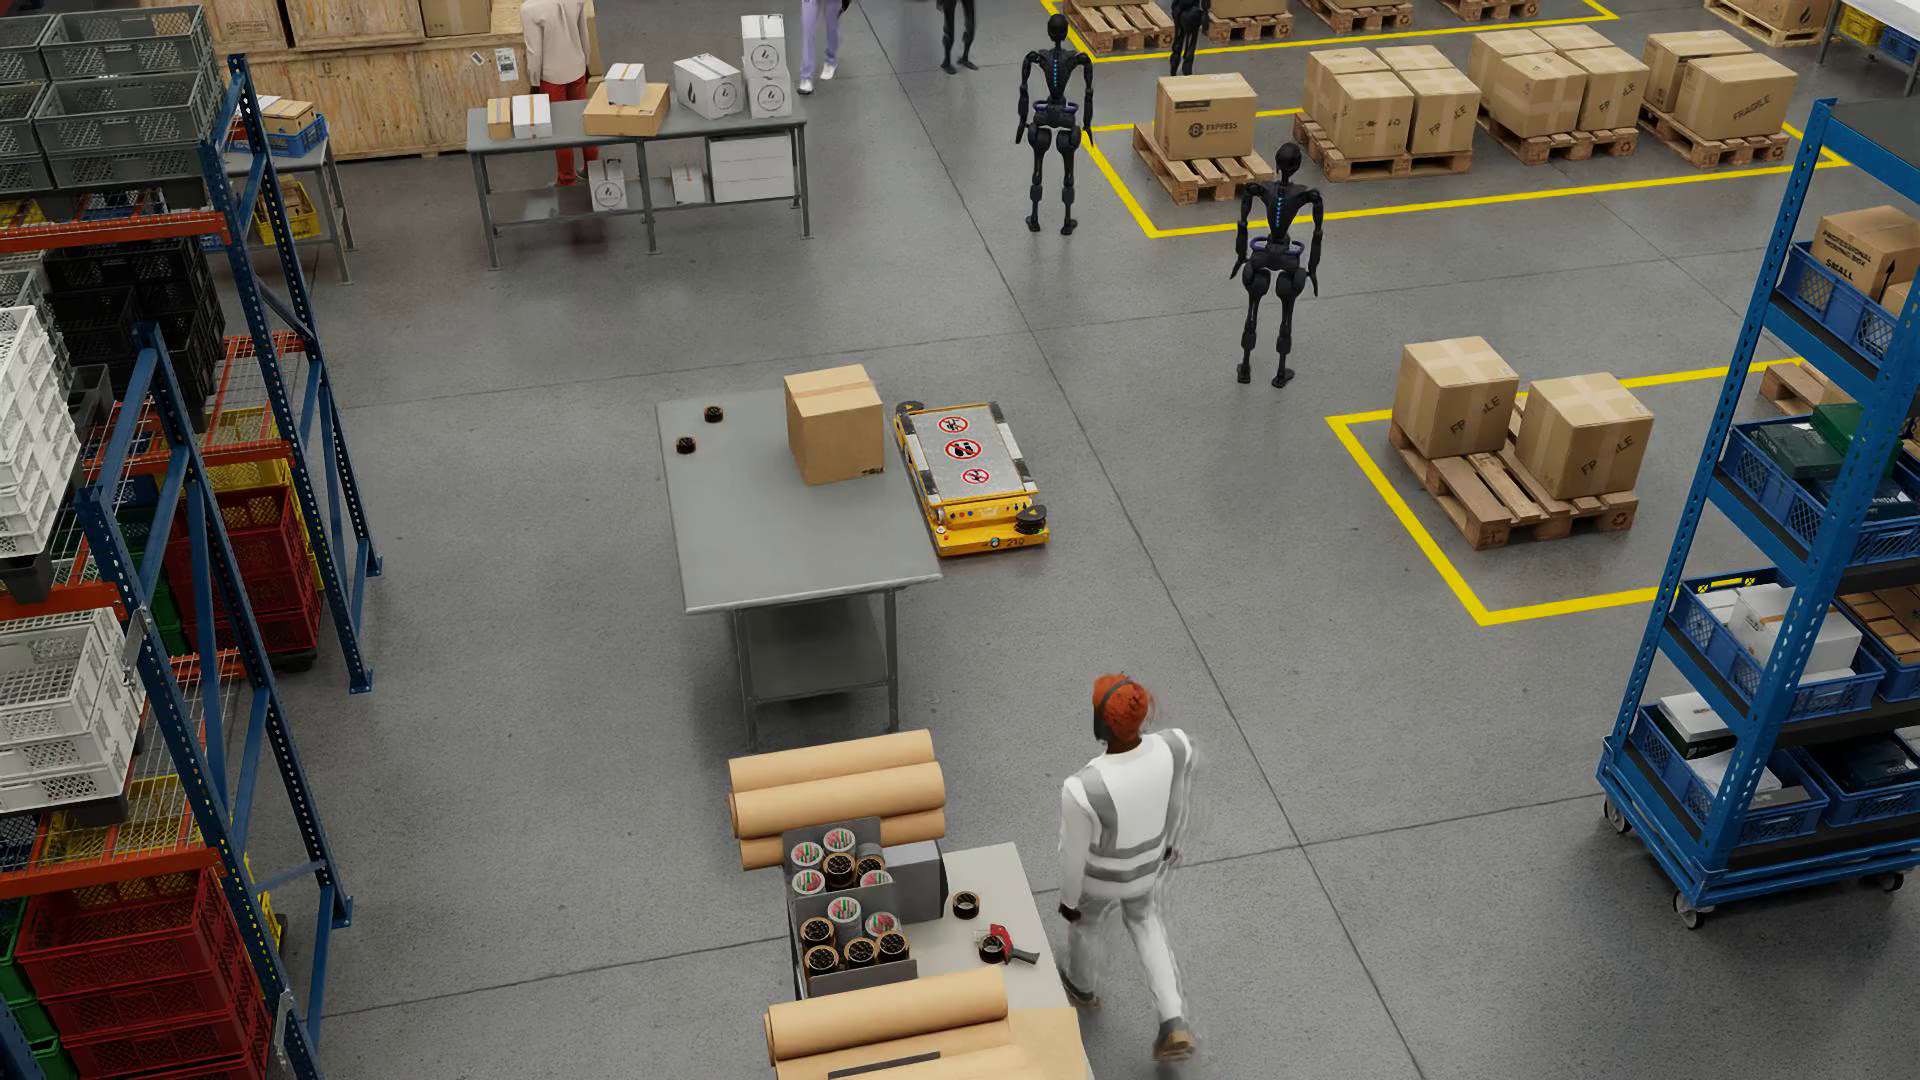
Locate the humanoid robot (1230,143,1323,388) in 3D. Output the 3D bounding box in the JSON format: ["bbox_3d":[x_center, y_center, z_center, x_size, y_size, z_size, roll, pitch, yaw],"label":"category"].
[{"bbox_3d":[2.044,-1.780,10.754,0.589,1.657,0.327,11,38,14],"label":"humanoid robot"}]

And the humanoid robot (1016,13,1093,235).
[{"bbox_3d":[0.717,-3.153,12.616,0.595,1.647,0.372,7,37,9],"label":"humanoid robot"}]

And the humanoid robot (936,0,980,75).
[{"bbox_3d":[-0.014,-5.137,15.274,0.616,1.660,0.316,-29,45,-33],"label":"humanoid robot"}]

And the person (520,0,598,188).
[{"bbox_3d":[-3.143,-3.676,13.049,0.378,1.994,0.618,24,43,29],"label":"person"}]

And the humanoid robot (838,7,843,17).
[{"bbox_3d":[-1.384,-6.071,16.531,0.580,1.653,0.316,3,37,4],"label":"humanoid robot"}]

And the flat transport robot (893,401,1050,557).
[{"bbox_3d":[0.046,-0.430,10.108,0.652,0.197,1.431,-8,37,-10],"label":"flat transport robot"}]

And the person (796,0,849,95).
[{"bbox_3d":[-1.254,-4.924,14.824,0.602,1.864,0.988,4,37,6],"label":"person"}]

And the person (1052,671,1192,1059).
[{"bbox_3d":[0.642,1.293,6.477,0.585,1.861,0.750,-18,40,-22],"label":"person"}]

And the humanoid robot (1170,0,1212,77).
[{"bbox_3d":[2.052,-4.768,14.770,0.328,1.657,0.590,-11,38,-14],"label":"humanoid robot"}]
